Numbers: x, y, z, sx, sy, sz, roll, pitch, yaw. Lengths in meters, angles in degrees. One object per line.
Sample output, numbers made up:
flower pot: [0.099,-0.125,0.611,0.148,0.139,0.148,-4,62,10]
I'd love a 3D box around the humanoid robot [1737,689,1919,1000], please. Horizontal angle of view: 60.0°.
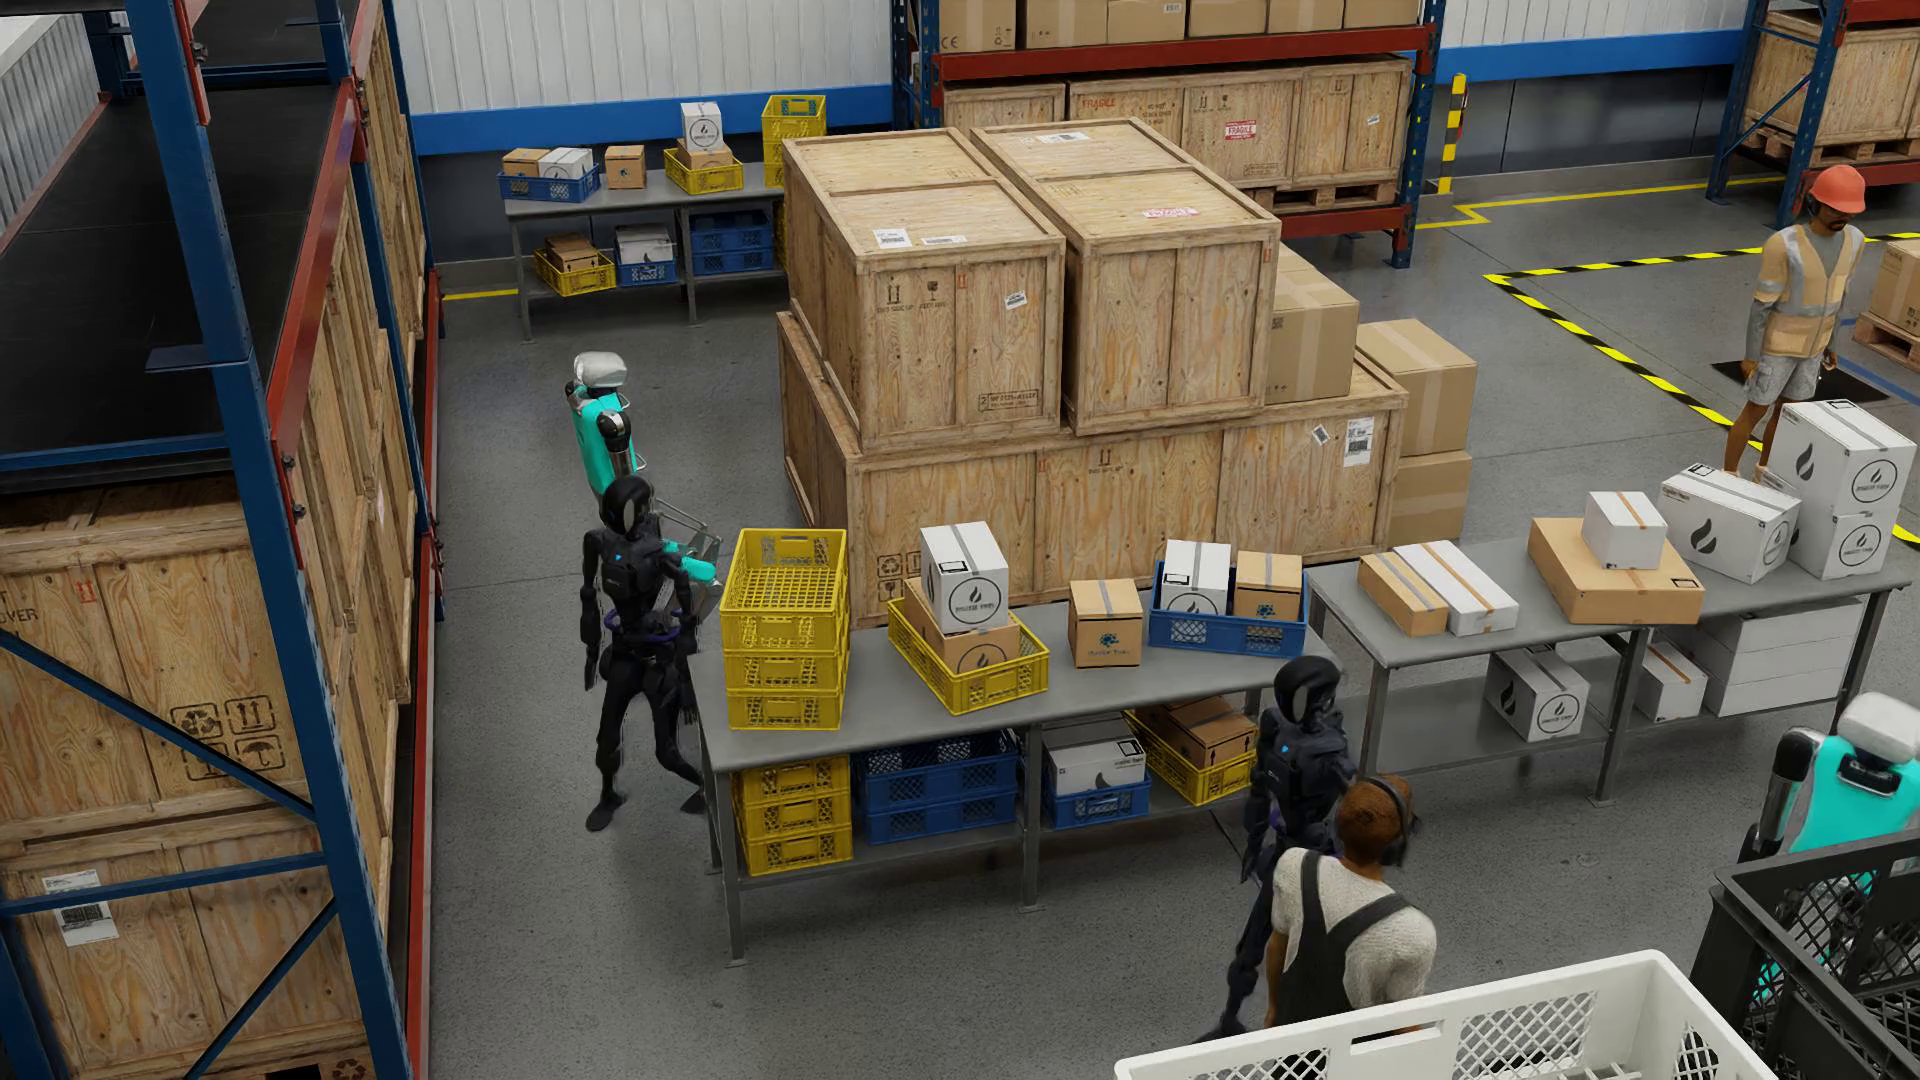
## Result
humanoid robot: [2.581,1.354,5.146,0.543,1.777,0.870,21,35,33]

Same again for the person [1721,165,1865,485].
person: [4.654,-1.085,9.251,0.613,2.039,0.389,-8,30,-14]

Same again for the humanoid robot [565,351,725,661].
humanoid robot: [-1.369,-0.122,7.677,0.723,1.677,0.533,-16,33,-27]

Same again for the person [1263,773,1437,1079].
person: [1.093,1.457,4.850,0.338,1.837,0.504,-26,38,-38]

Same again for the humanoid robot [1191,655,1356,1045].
humanoid robot: [1.151,1.137,5.627,0.623,1.638,0.628,-13,31,-22]

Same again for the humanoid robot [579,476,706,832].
humanoid robot: [-1.291,0.481,6.827,0.584,1.639,0.499,13,31,22]
